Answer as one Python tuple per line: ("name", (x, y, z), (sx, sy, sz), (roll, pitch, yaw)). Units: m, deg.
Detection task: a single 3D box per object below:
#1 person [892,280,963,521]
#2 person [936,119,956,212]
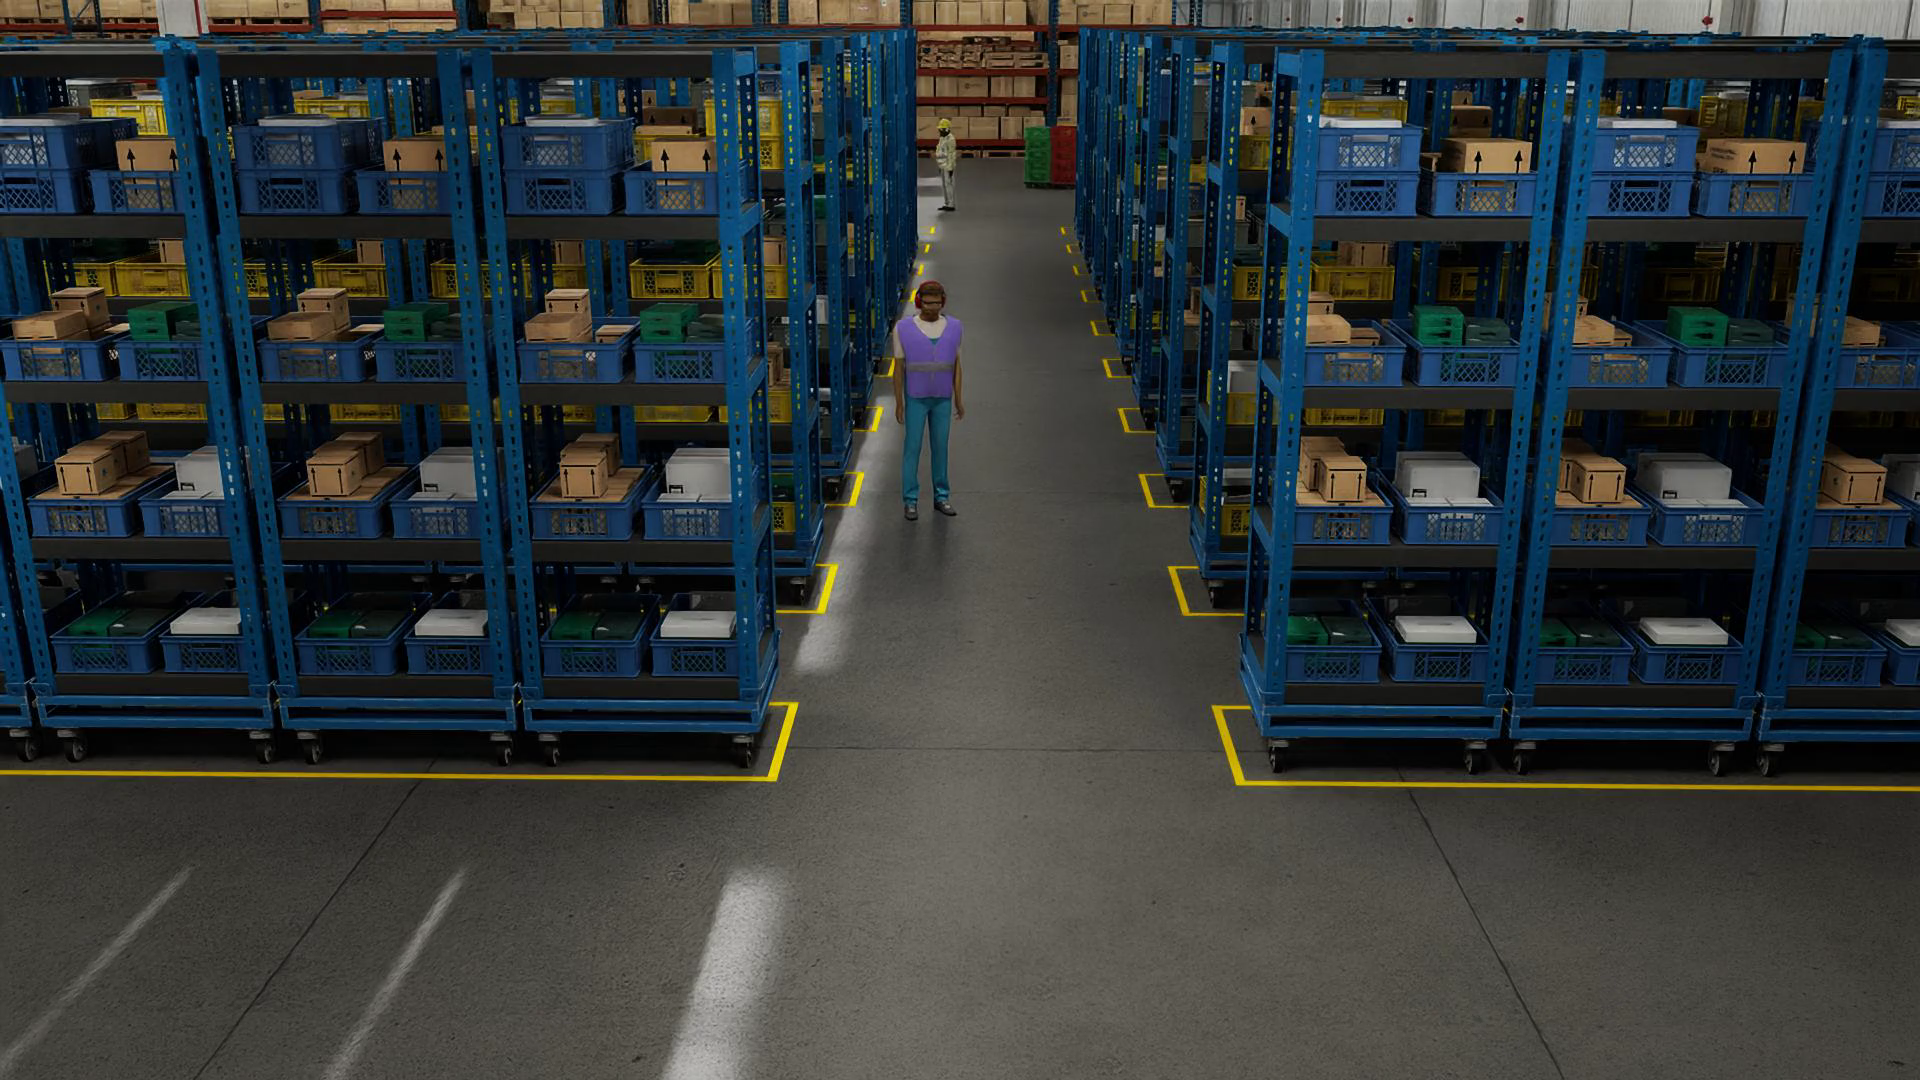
("person", (-0.243, -1.081, 12.791), (0.565, 1.840, 0.390), (-7, 19, -20))
("person", (-0.280, -7.464, 33.176), (0.403, 1.825, 0.601), (-5, 18, -17))
